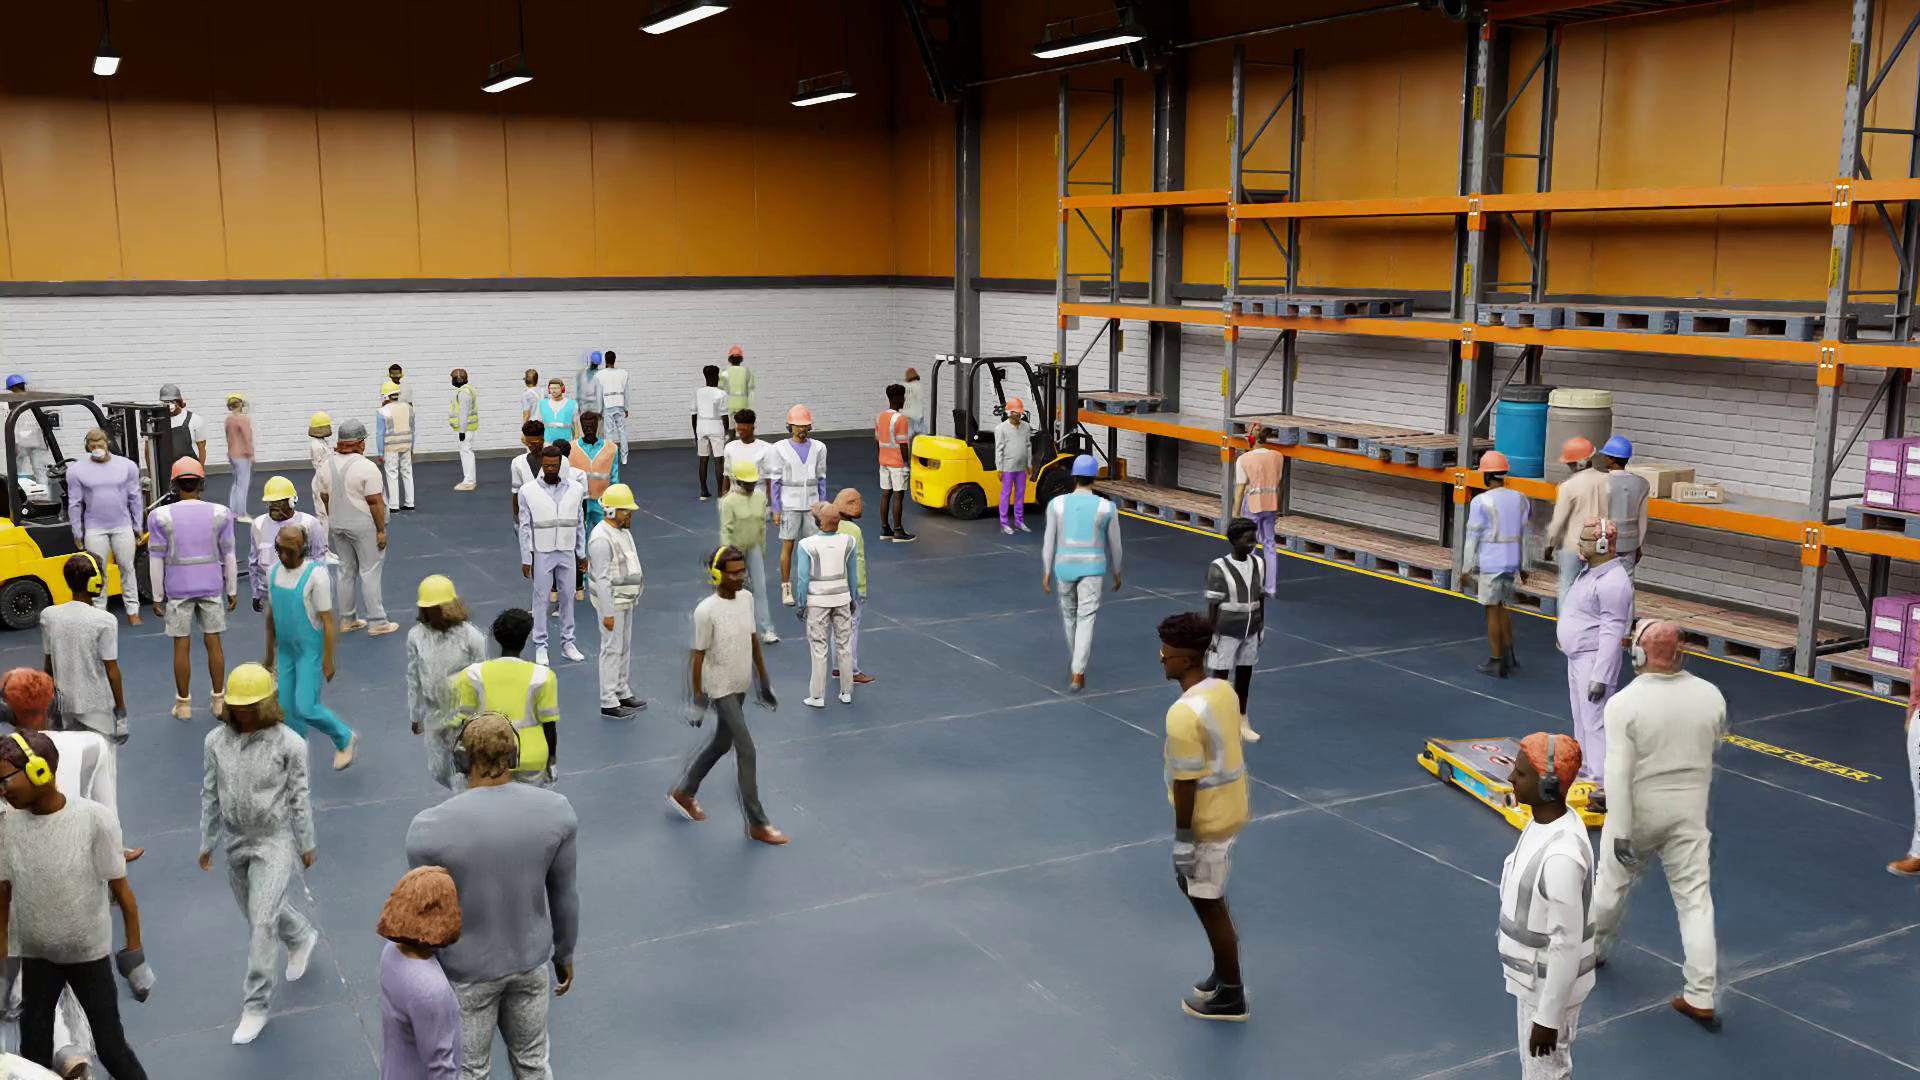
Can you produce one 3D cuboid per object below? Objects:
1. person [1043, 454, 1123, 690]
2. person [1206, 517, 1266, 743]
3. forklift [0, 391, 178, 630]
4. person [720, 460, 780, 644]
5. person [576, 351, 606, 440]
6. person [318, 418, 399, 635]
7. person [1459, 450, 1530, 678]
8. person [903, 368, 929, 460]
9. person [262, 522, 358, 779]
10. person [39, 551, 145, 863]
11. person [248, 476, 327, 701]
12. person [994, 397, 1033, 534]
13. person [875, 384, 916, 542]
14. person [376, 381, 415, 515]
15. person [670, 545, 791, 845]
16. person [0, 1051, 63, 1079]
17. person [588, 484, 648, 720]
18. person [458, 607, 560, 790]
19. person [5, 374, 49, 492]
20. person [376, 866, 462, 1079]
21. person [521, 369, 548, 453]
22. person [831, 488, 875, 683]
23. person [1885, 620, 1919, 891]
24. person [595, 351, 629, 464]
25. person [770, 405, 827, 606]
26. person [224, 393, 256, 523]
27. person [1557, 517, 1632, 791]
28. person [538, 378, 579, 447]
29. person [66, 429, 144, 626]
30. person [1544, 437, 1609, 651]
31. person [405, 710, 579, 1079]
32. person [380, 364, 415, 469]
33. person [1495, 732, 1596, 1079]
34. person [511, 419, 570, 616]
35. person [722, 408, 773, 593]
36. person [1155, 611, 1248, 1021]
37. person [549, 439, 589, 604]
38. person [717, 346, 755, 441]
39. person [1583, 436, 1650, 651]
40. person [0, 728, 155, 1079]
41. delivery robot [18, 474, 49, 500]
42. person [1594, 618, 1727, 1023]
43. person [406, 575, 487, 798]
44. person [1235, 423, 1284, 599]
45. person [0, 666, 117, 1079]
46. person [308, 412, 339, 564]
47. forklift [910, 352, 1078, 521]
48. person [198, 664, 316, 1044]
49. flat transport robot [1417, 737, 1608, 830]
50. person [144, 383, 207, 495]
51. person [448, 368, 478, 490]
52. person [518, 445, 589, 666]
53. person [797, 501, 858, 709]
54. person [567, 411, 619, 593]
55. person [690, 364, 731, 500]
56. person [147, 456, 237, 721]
[{"bbox_3d":[1.028,0.243,13.846,0.644,1.899,0.981,3,10,16],"label":"person"},{"bbox_3d":[2.001,0.659,12.073,0.544,1.691,0.322,-6,11,-30],"label":"person"},{"bbox_3d":[-9.026,-0.363,16.508,1.214,2.155,2.313,6,11,29],"label":"forklift"},{"bbox_3d":[-2.002,0.099,15.251,0.564,1.715,0.926,-9,13,-41],"label":"person"},{"bbox_3d":[-6.302,-2.273,28.364,0.725,1.905,0.412,3,10,19],"label":"person"},{"bbox_3d":[-5.620,-0.133,15.626,0.683,2.000,0.537,4,11,24],"label":"person"},{"bbox_3d":[4.523,0.204,14.059,0.561,1.914,0.488,-5,11,-25],"label":"person"},{"bbox_3d":[-0.747,-2.145,28.508,0.566,1.596,0.549,-9,13,-43],"label":"person"},{"bbox_3d":[-4.394,0.754,11.161,0.545,1.825,0.543,5,11,28],"label":"person"},{"bbox_3d":[-5.071,0.994,9.672,0.534,1.860,0.328,2,10,11],"label":"person"},{"bbox_3d":[-5.323,0.399,13.164,0.601,1.830,0.403,0,10,-1],"label":"person"},{"bbox_3d":[0.695,-0.948,21.180,0.568,1.746,0.343,-7,12,-37],"label":"person"},{"bbox_3d":[-0.806,-0.959,20.599,0.362,1.965,0.612,-7,12,-36],"label":"person"},{"bbox_3d":[-7.724,-1.258,22.749,0.404,1.824,0.586,8,12,37],"label":"person"},{"bbox_3d":[-1.452,0.913,10.243,0.968,1.829,0.519,5,11,26],"label":"person"},{"bbox_3d":[-2.483,1.900,4.173,0.653,1.956,0.383,2,10,11],"label":"person"},{"bbox_3d":[-2.642,0.469,12.804,0.403,1.821,0.601,1,10,5],"label":"person"},{"bbox_3d":[-2.426,1.217,8.964,0.548,1.657,0.642,-2,10,-11],"label":"person"},{"bbox_3d":[-13.023,-1.346,23.074,0.859,1.880,0.659,3,10,19],"label":"person"},{"bbox_3d":[-1.738,1.851,5.412,0.283,1.628,0.507,-6,12,-31],"label":"person"},{"bbox_3d":[-6.350,-1.628,24.798,0.346,1.846,0.507,5,11,28],"label":"person"},{"bbox_3d":[-0.923,0.377,13.862,0.288,1.634,0.499,-6,11,-30],"label":"person"},{"bbox_3d":[5.539,1.018,9.351,0.385,1.928,0.655,0,10,2],"label":"person"},{"bbox_3d":[-5.845,-2.221,28.003,0.590,1.920,0.399,-6,12,-33],"label":"person"},{"bbox_3d":[-1.618,-0.353,16.888,0.608,2.044,0.370,-5,11,-26],"label":"person"},{"bbox_3d":[-9.543,-1.070,21.983,0.575,1.723,0.338,9,13,41],"label":"person"},{"bbox_3d":[4.028,0.799,10.650,0.409,1.909,0.643,1,10,7],"label":"person"},{"bbox_3d":[-5.547,-1.320,23.023,0.568,1.845,0.386,0,10,1],"label":"person"},{"bbox_3d":[-8.101,-0.101,15.814,0.645,1.930,0.394,-5,11,-28],"label":"person"},{"bbox_3d":[5.588,0.046,14.910,0.716,1.947,0.502,-2,10,-13],"label":"person"},{"bbox_3d":[-1.707,1.575,6.137,0.635,1.928,0.382,-7,12,-36],"label":"person"},{"bbox_3d":[-8.711,-1.801,25.763,0.509,1.860,0.334,-2,10,-14],"label":"person"},{"bbox_3d":[2.108,1.612,6.041,0.362,1.883,0.575,2,10,14],"label":"person"},{"bbox_3d":[-4.124,-0.217,16.386,0.610,1.952,0.387,1,10,7],"label":"person"},{"bbox_3d":[-2.224,-0.413,17.498,0.615,1.956,0.544,4,11,22],"label":"person"},{"bbox_3d":[1.144,1.289,7.781,0.514,1.933,0.631,4,11,24],"label":"person"},{"bbox_3d":[-4.050,-0.193,16.987,0.530,1.689,0.321,-4,11,-21],"label":"person"},{"bbox_3d":[-3.716,-2.198,27.538,0.632,2.033,0.436,-2,10,-14],"label":"person"},{"bbox_3d":[5.843,0.043,14.872,0.614,1.949,0.375,-2,10,-12],"label":"person"},{"bbox_3d":[-3.347,1.594,6.276,0.556,1.838,0.422,0,10,-3],"label":"person"},{"bbox_3d":[-12.769,-0.662,22.676,0.707,0.478,0.477,6,12,32],"label":"delivery robot"},{"bbox_3d":[3.331,1.292,7.990,0.631,1.845,1.042,-1,10,-6],"label":"person"},{"bbox_3d":[-3.018,1.015,9.956,0.512,1.716,0.635,2,10,11],"label":"person"},{"bbox_3d":[3.068,-0.281,17.079,0.567,1.836,0.382,-4,11,-24],"label":"person"},{"bbox_3d":[-3.800,1.458,6.991,0.515,1.867,0.593,10,14,44],"label":"person"},{"bbox_3d":[-7.316,-0.600,19.171,0.301,1.743,0.493,-3,10,-16],"label":"person"},{"bbox_3d":[0.460,-1.461,22.833,2.313,2.155,1.214,-5,11,-28],"label":"forklift"},{"bbox_3d":[-3.279,1.383,7.828,0.502,1.704,0.832,1,10,7],"label":"person"},{"bbox_3d":[3.639,1.565,10.942,0.652,0.197,1.431,-2,10,-11],"label":"flat transport robot"},{"bbox_3d":[-9.286,-0.839,19.691,0.684,2.000,0.538,-3,10,-15],"label":"person"},{"bbox_3d":[-7.489,-1.671,25.100,0.429,1.832,0.633,-2,10,-12],"label":"person"},{"bbox_3d":[-3.545,0.124,14.505,0.599,1.916,0.377,-7,12,-34],"label":"person"},{"bbox_3d":[-1.039,0.507,13.088,0.520,1.644,0.307,-5,11,-28],"label":"person"},{"bbox_3d":[-3.885,-0.405,17.550,0.590,1.919,0.392,-3,10,-17],"label":"person"},{"bbox_3d":[-3.586,-1.547,23.992,0.608,1.962,0.374,4,11,21],"label":"person"},{"bbox_3d":[-5.875,0.373,12.767,0.617,2.028,0.410,-7,12,-34],"label":"person"}]
